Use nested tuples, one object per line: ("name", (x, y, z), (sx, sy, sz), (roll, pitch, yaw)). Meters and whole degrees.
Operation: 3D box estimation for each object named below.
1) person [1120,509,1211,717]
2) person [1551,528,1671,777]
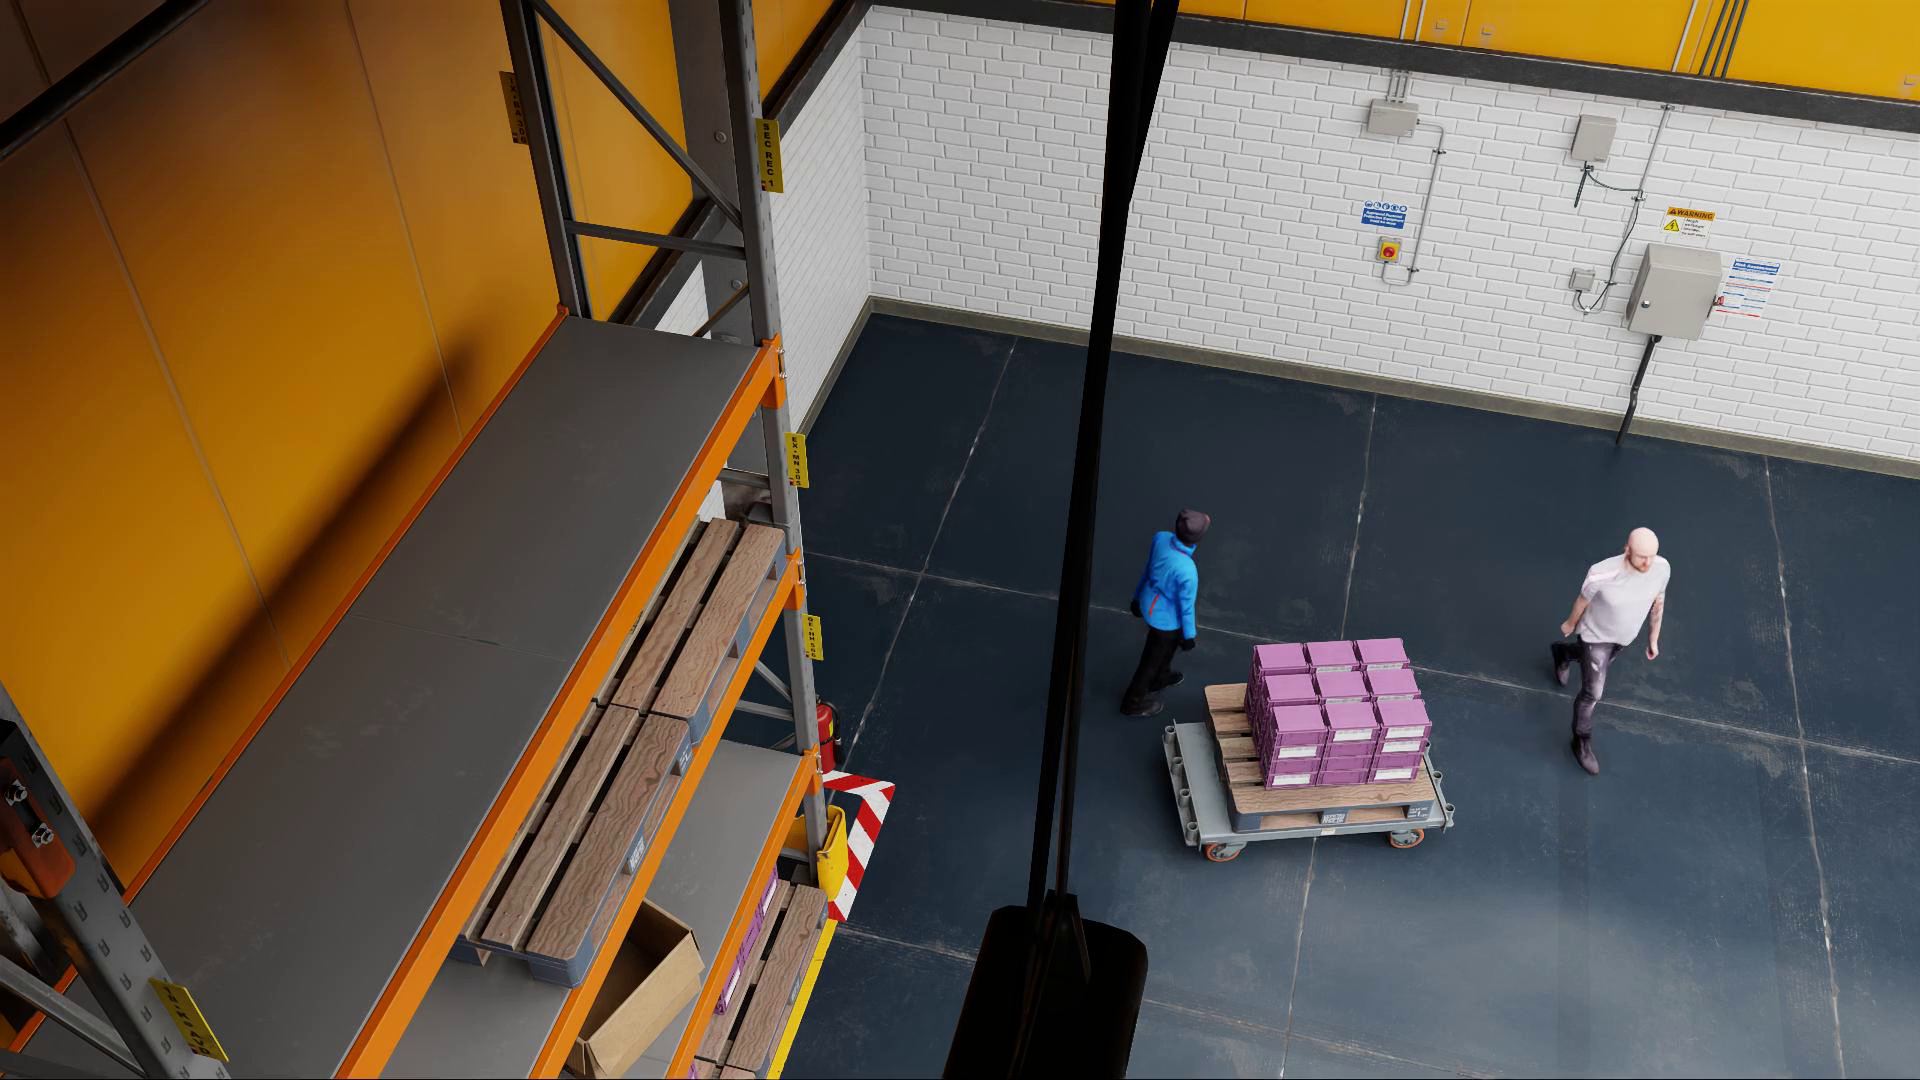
("person", (1.187, 0.494, 10.478), (0.896, 1.767, 0.847), (-14, 45, -14))
("person", (4.033, 0.506, 10.441), (1.049, 1.803, 1.330), (-9, 44, -10))
